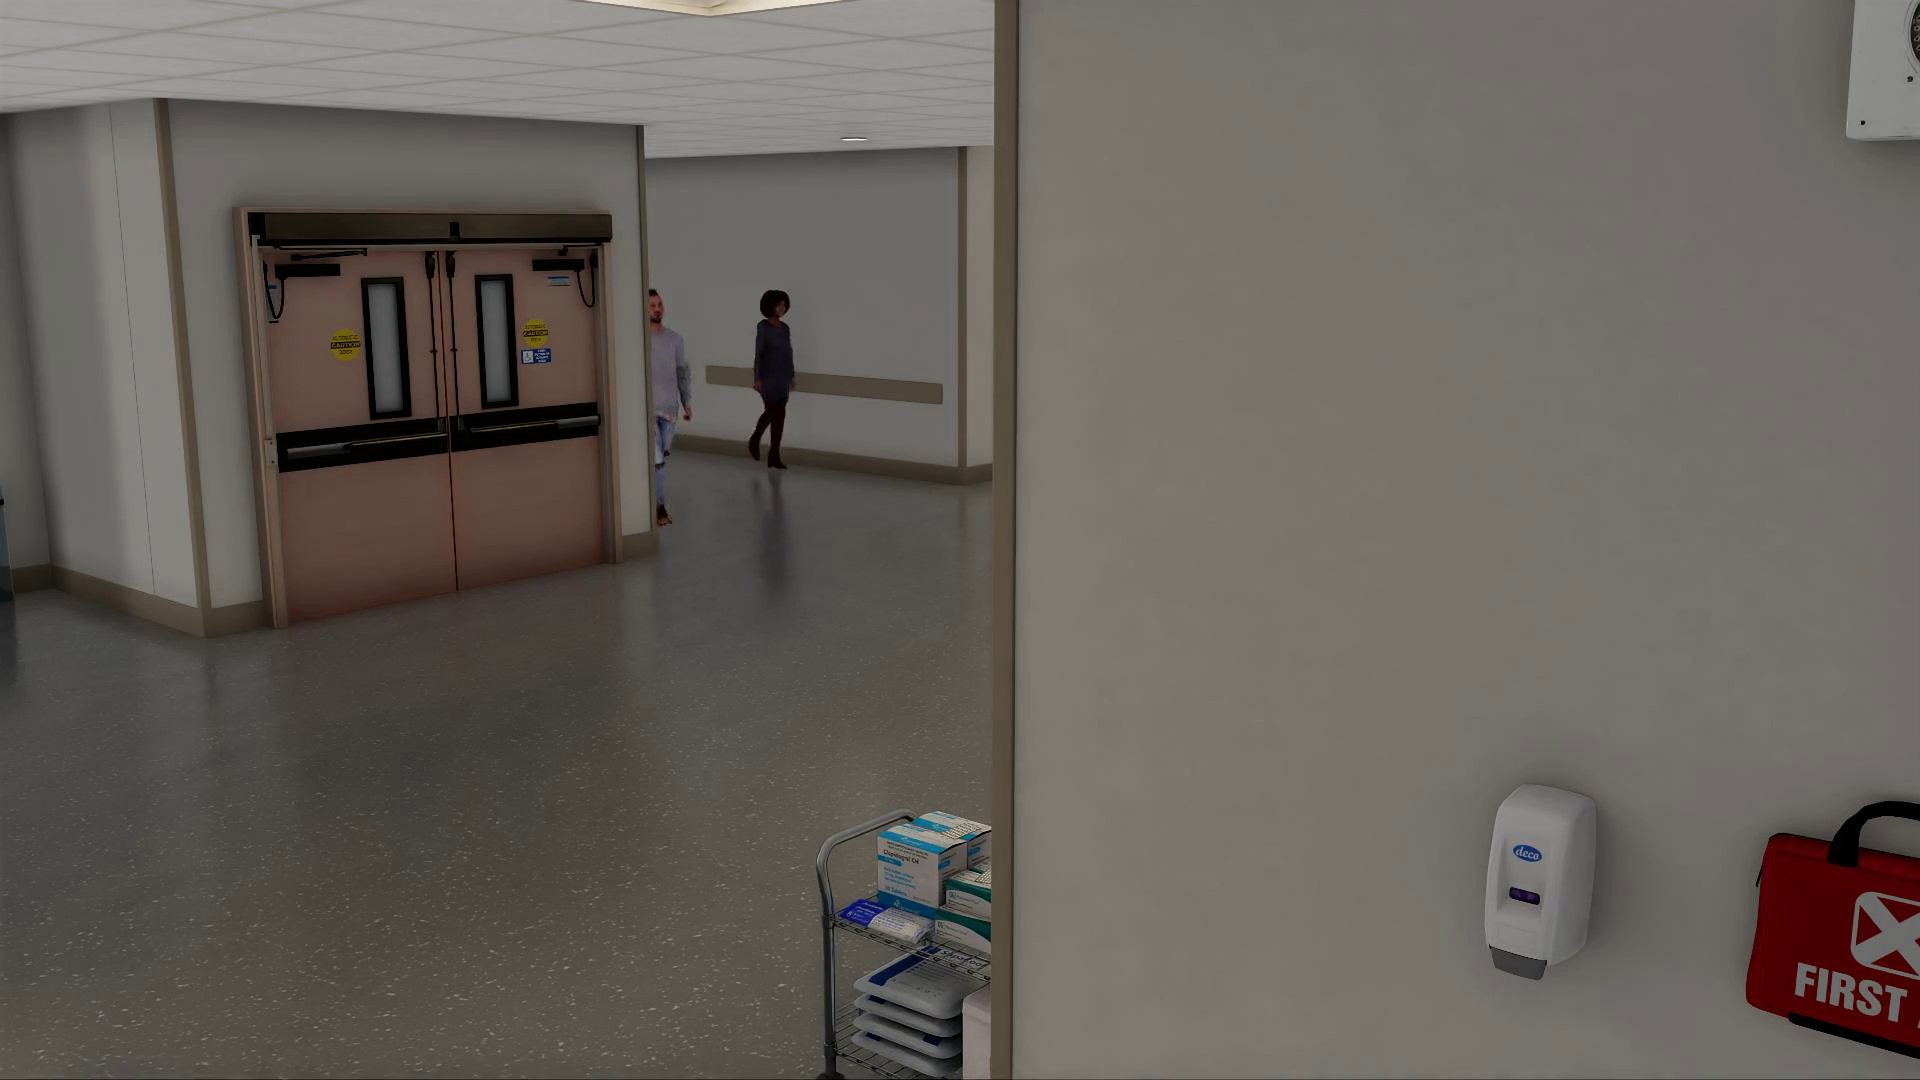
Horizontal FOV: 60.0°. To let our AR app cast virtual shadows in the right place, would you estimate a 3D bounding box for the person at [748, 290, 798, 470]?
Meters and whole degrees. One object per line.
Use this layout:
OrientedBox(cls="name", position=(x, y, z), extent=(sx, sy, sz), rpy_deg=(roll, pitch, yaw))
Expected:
OrientedBox(cls="person", position=(-1.838, -1.525, 15.894), extent=(0.661, 1.699, 0.630), rpy_deg=(10, 14, 42))
